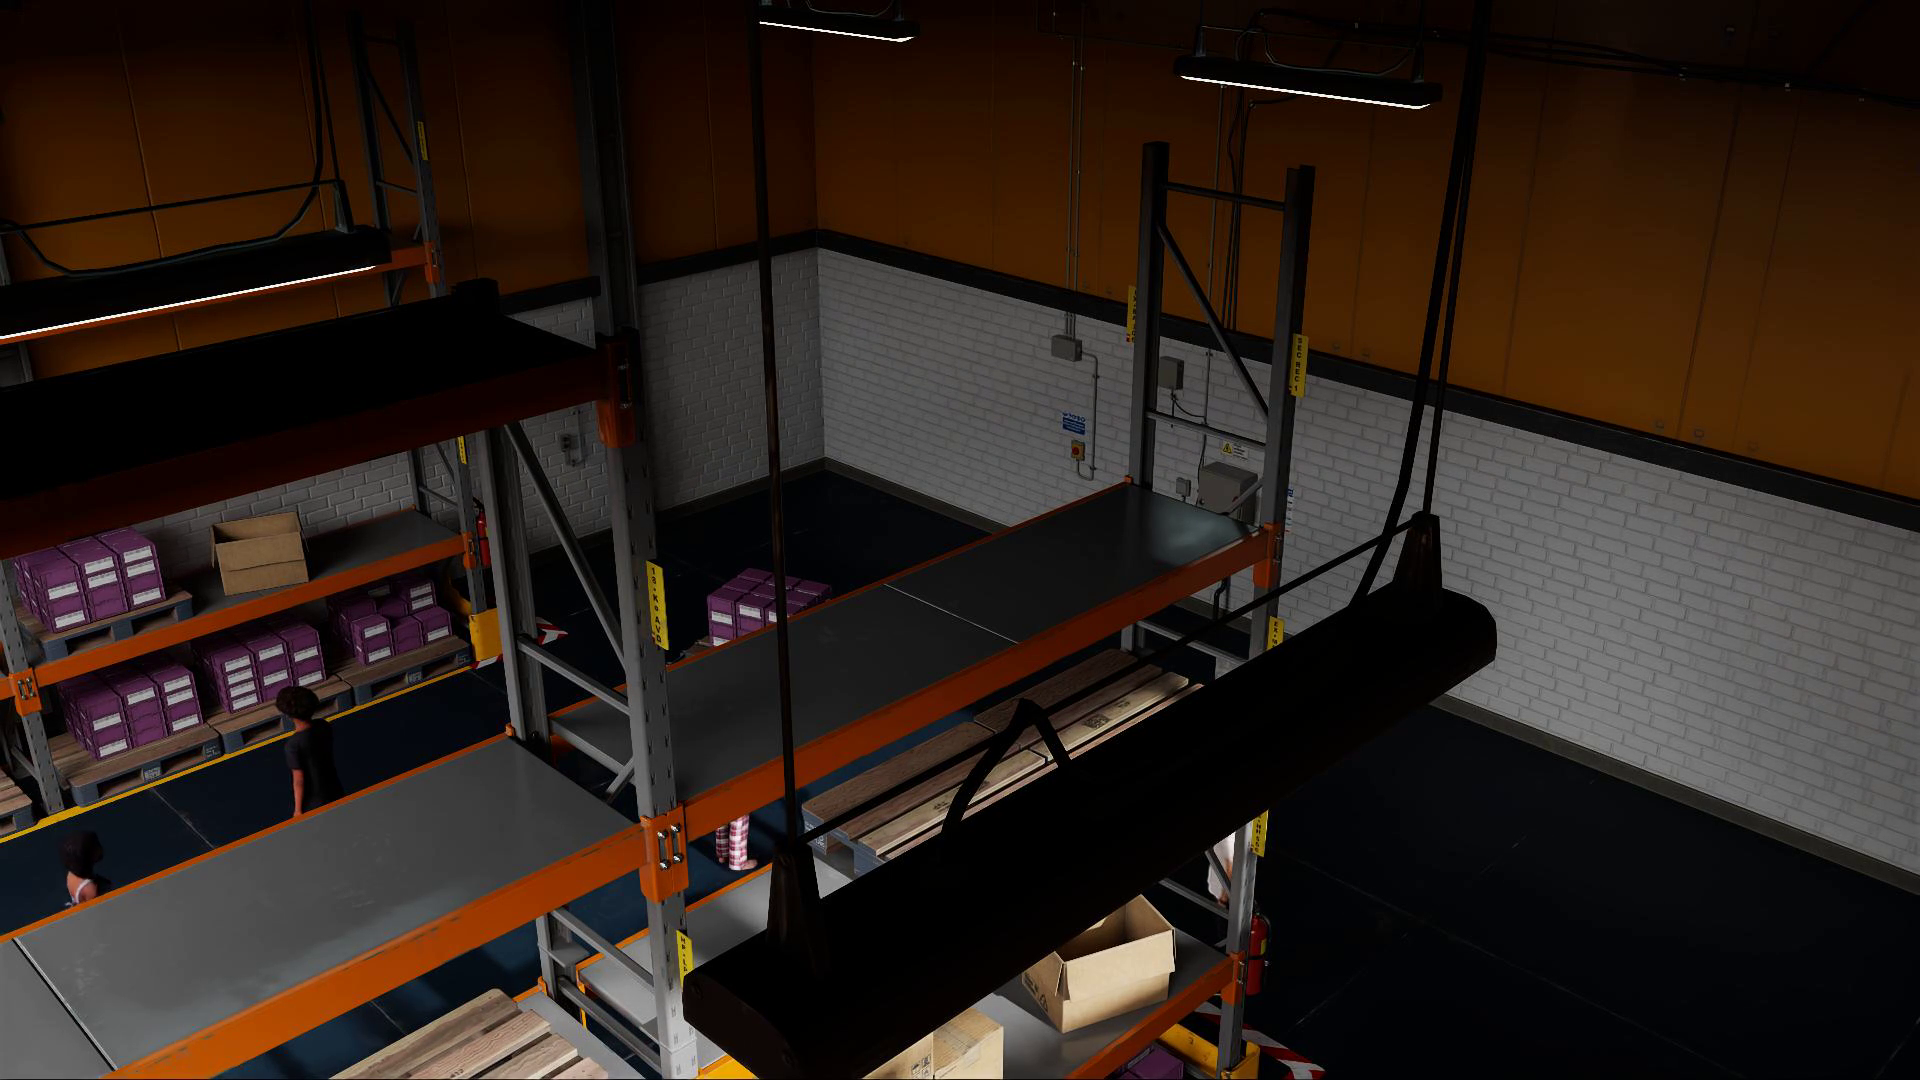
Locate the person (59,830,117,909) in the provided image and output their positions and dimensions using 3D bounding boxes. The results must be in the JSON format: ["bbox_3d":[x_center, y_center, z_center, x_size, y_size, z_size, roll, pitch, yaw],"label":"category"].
[{"bbox_3d":[-5.674,2.669,10.773,0.590,1.655,1.134,21,31,39],"label":"person"}]

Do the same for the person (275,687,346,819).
[{"bbox_3d":[-4.799,1.881,12.422,0.778,1.780,0.673,6,24,13],"label":"person"}]
